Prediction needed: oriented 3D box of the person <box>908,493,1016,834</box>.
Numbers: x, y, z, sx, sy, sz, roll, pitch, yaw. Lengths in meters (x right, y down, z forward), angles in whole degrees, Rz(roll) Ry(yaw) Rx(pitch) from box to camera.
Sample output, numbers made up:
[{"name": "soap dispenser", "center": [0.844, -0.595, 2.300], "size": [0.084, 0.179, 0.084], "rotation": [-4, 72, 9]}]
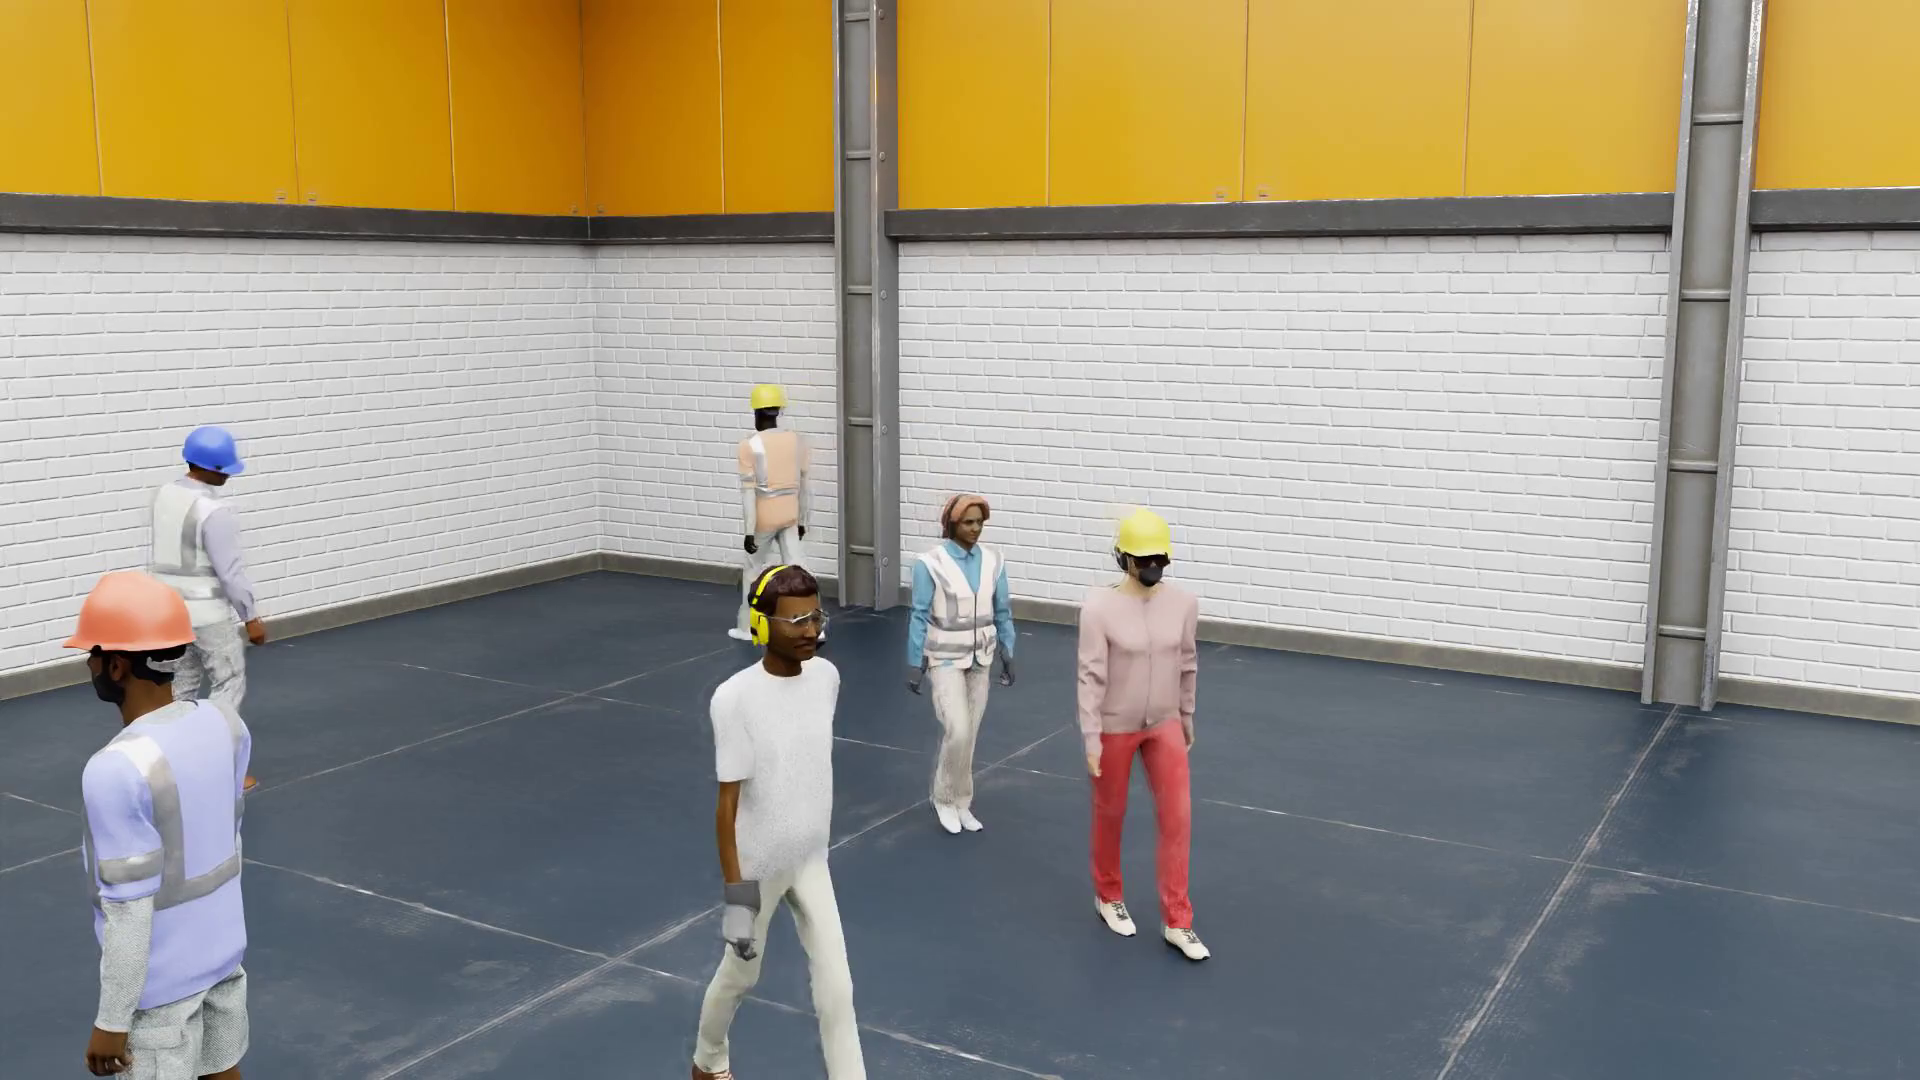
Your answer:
[{"name": "person", "center": [0.025, 0.587, 7.822], "size": [0.543, 1.621, 0.396], "rotation": [-7, 11, -36]}]

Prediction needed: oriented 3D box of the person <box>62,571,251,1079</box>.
[{"name": "person", "center": [-1.955, 1.034, 4.082], "size": [0.361, 1.939, 0.542], "rotation": [1, 9, 5]}]

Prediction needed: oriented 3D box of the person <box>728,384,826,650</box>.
[{"name": "person", "center": [-1.287, -0.160, 11.733], "size": [0.606, 1.884, 0.984], "rotation": [-8, 12, -41]}]

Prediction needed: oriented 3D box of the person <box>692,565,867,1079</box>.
[{"name": "person", "center": [-0.539, 0.963, 4.937], "size": [0.530, 1.821, 1.008], "rotation": [-9, 13, -44]}]

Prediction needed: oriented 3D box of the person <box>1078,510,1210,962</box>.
[{"name": "person", "center": [0.721, 0.752, 6.440], "size": [0.548, 1.734, 0.750], "rotation": [-3, 10, -18]}]

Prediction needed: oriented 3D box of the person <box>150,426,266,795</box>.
[{"name": "person", "center": [-3.838, 0.373, 8.367], "size": [0.661, 1.907, 0.385], "rotation": [6, 11, 34]}]
